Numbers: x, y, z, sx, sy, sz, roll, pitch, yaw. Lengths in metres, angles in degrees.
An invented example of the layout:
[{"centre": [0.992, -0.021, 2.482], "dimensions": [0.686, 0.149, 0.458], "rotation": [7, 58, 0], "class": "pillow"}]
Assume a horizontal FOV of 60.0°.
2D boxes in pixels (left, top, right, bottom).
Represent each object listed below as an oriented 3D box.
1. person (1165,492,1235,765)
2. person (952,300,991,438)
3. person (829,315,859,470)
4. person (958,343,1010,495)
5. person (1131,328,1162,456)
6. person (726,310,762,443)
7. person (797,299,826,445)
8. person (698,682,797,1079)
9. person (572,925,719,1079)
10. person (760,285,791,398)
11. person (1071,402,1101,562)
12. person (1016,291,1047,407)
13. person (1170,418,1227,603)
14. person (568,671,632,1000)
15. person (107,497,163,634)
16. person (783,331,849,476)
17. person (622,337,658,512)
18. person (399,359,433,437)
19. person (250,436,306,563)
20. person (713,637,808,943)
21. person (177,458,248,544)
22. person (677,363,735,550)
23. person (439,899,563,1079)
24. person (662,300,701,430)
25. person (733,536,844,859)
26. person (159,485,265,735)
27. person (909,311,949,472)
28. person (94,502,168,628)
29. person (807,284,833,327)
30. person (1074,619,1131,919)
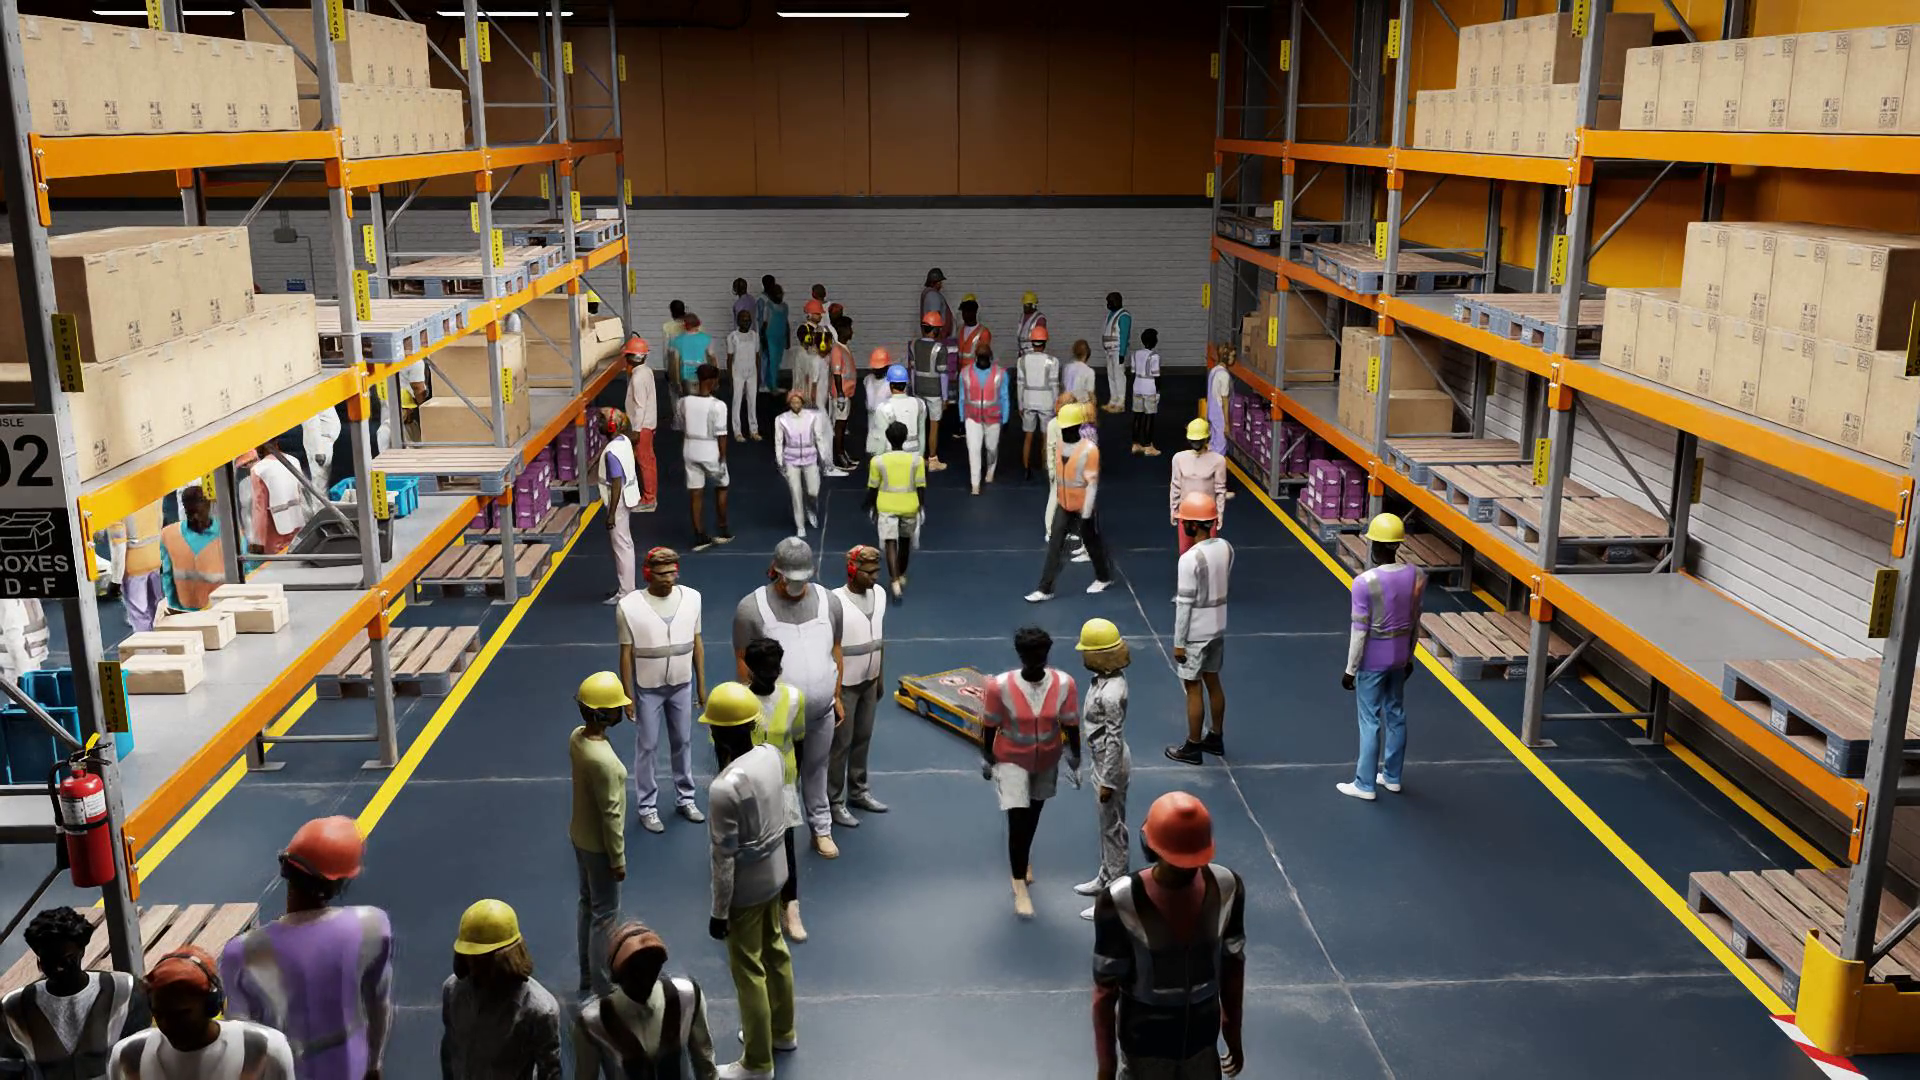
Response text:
[{"centre": [1.649, 0.614, 11.543], "dimensions": [0.380, 1.933, 0.547], "rotation": [13, 19, 41], "class": "person"}, {"centre": [0.158, -2.366, 23.171], "dimensions": [0.378, 1.958, 0.600], "rotation": [-13, 20, -42], "class": "person"}, {"centre": [-1.493, -1.892, 21.295], "dimensions": [0.367, 1.966, 0.605], "rotation": [1, 14, 3], "class": "person"}, {"centre": [0.293, -1.498, 20.090], "dimensions": [0.626, 1.808, 0.875], "rotation": [1, 14, 3], "class": "person"}, {"centre": [2.486, -1.969, 22.132], "dimensions": [0.318, 1.695, 0.539], "rotation": [-9, 17, -32], "class": "person"}, {"centre": [-2.985, -2.272, 23.041], "dimensions": [0.501, 1.840, 0.346], "rotation": [-9, 17, -31], "class": "person"}, {"centre": [-2.012, -2.318, 22.908], "dimensions": [0.396, 1.993, 0.617], "rotation": [6, 15, 22], "class": "person"}, {"centre": [-1.008, 1.585, 7.753], "dimensions": [0.399, 1.918, 0.584], "rotation": [4, 15, 17], "class": "person"}, {"centre": [-1.173, 2.143, 6.175], "dimensions": [0.524, 1.611, 0.790], "rotation": [-8, 16, -30], "class": "person"}, {"centre": [-2.963, -3.212, 26.822], "dimensions": [0.564, 1.814, 0.587], "rotation": [14, 20, 43], "class": "person"}, {"centre": [1.271, -0.590, 16.840], "dimensions": [0.310, 1.636, 0.522], "rotation": [1, 14, 5], "class": "person"}, {"centre": [1.085, -2.917, 25.615], "dimensions": [0.403, 1.824, 0.597], "rotation": [-8, 16, -29], "class": "person"}, {"centre": [2.176, -0.252, 15.274], "dimensions": [0.528, 1.760, 0.348], "rotation": [6, 15, 21], "class": "person"}, {"centre": [-1.788, 1.506, 8.375], "dimensions": [0.338, 1.759, 0.524], "rotation": [-8, 16, -29], "class": "person"}, {"centre": [-6.519, 0.201, 13.160], "dimensions": [0.366, 1.926, 0.587], "rotation": [3, 15, 10], "class": "person"}, {"centre": [-1.827, -1.693, 20.785], "dimensions": [0.793, 1.841, 0.521], "rotation": [0, 14, -1], "class": "person"}, {"centre": [-3.637, -1.316, 18.971], "dimensions": [0.375, 1.997, 0.608], "rotation": [0, 14, -2], "class": "person"}, {"centre": [-6.585, -1.644, 20.173], "dimensions": [0.536, 2.000, 0.683], "rotation": [-12, 18, -38], "class": "person"}, {"centre": [-5.836, -0.071, 14.277], "dimensions": [0.413, 1.907, 0.595], "rotation": [3, 15, 11], "class": "person"}, {"centre": [-1.108, 1.330, 9.274], "dimensions": [0.534, 1.657, 0.840], "rotation": [-4, 15, -14], "class": "person"}, {"centre": [-6.445, -0.092, 14.352], "dimensions": [0.396, 1.908, 0.599], "rotation": [8, 17, 30], "class": "person"}, {"centre": [-2.634, -0.894, 17.439], "dimensions": [0.601, 1.926, 0.743], "rotation": [5, 15, 18], "class": "person"}, {"centre": [-1.662, 2.110, 6.026], "dimensions": [0.487, 1.746, 0.290], "rotation": [4, 15, 17], "class": "person"}, {"centre": [-3.961, -2.462, 23.650], "dimensions": [0.624, 1.895, 0.654], "rotation": [-7, 16, -26], "class": "person"}, {"centre": [-0.982, 0.958, 9.956], "dimensions": [0.681, 2.000, 0.538], "rotation": [-6, 15, -21], "class": "person"}, {"centre": [-5.482, 0.502, 12.113], "dimensions": [0.784, 1.873, 0.544], "rotation": [-1, 14, -6], "class": "person"}, {"centre": [-0.370, -1.888, 21.159], "dimensions": [0.601, 2.036, 0.404], "rotation": [11, 18, 37], "class": "person"}, {"centre": [-7.347, -0.190, 14.847], "dimensions": [0.758, 1.854, 0.687], "rotation": [7, 16, 25], "class": "person"}, {"centre": [-2.193, -3.140, 26.449], "dimensions": [0.563, 1.838, 0.388], "rotation": [-11, 18, -36], "class": "person"}, {"centre": [0.797, 1.274, 9.328], "dimensions": [0.322, 1.734, 0.485], "rotation": [0, 14, 1], "class": "person"}]
